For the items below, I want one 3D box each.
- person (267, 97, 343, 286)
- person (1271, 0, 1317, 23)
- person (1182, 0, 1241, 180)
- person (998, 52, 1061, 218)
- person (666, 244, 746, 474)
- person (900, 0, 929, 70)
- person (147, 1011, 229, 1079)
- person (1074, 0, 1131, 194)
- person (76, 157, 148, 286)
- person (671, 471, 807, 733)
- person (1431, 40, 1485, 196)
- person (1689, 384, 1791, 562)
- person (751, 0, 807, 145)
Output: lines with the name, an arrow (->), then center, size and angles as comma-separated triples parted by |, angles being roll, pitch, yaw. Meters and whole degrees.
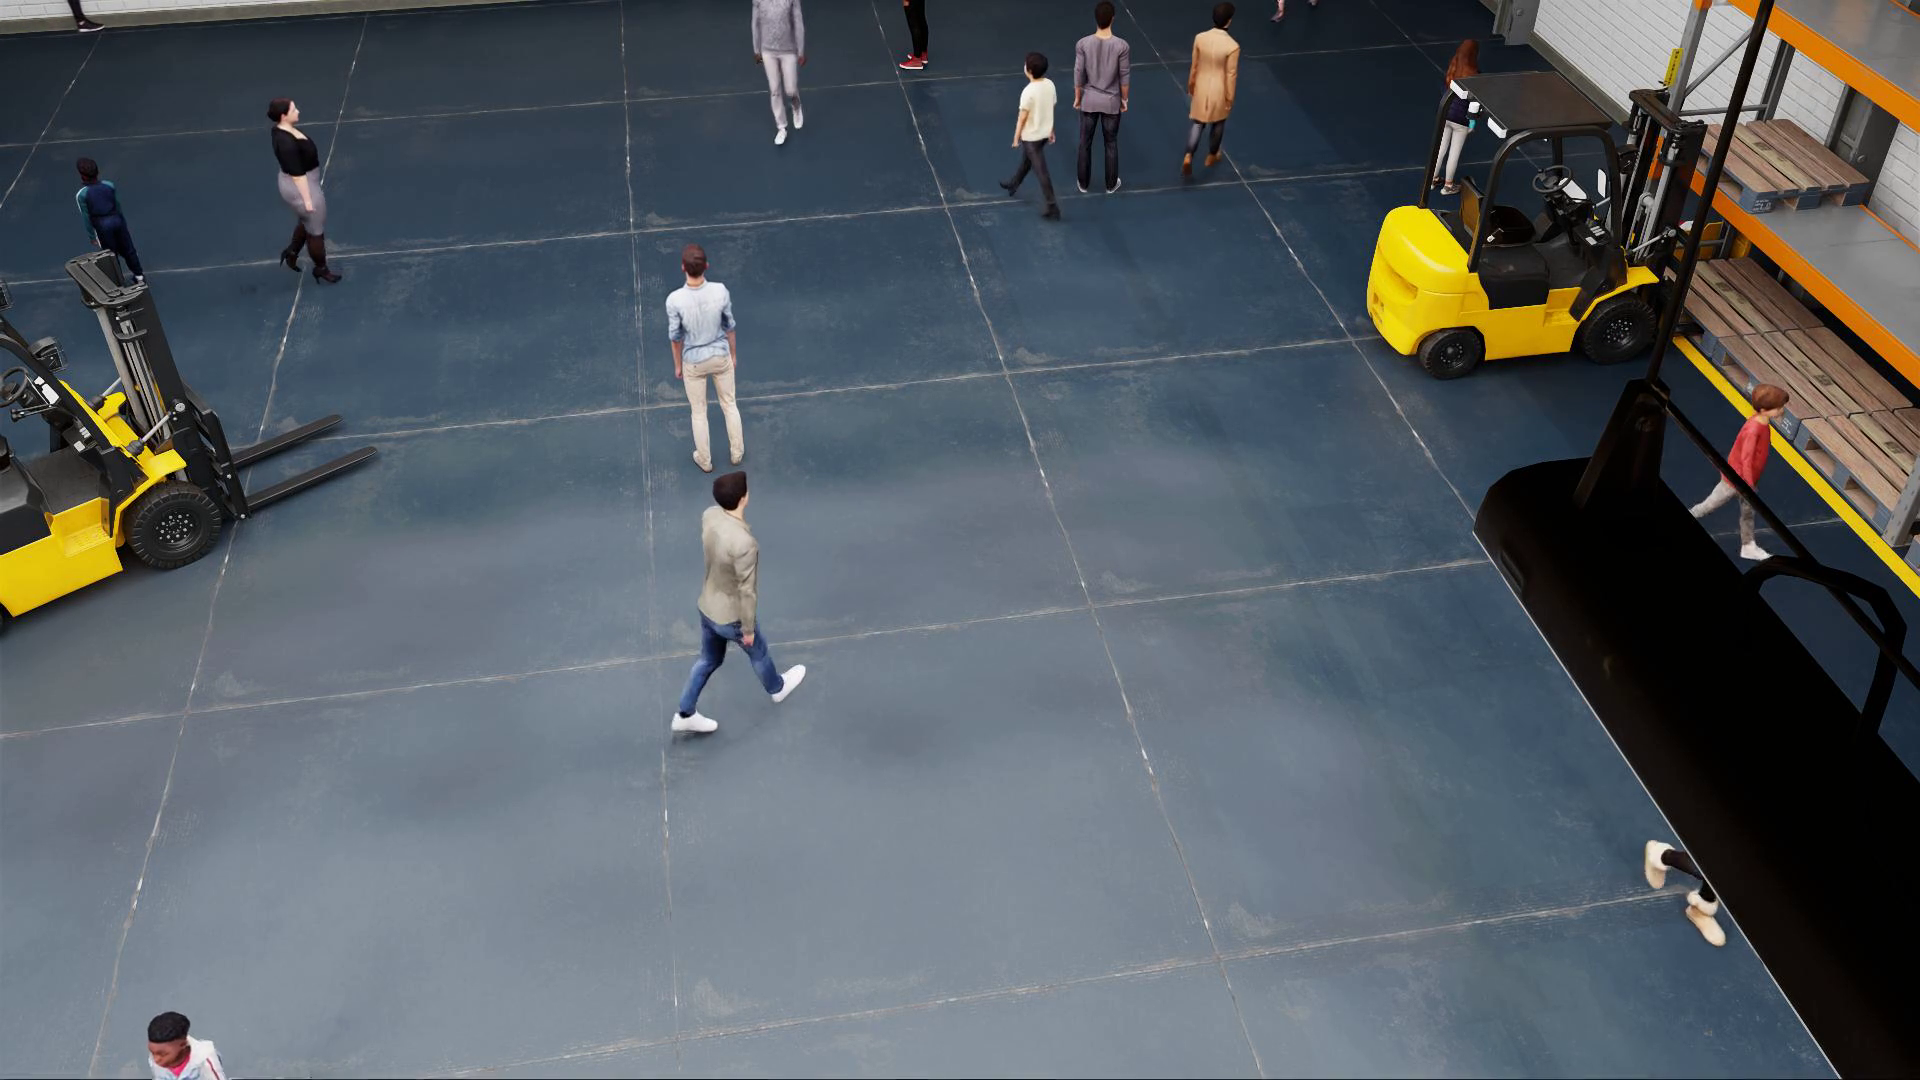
person -> -5.779, -2.982, 14.364 | 0.840, 1.746, 0.797 | -16, 41, -19
person -> 4.003, -6.945, 19.337 | 1.082, 1.732, 1.182 | 21, 43, 24
person -> 2.394, -4.318, 16.075 | 1.025, 1.698, 1.138 | 19, 42, 22
person -> 0.768, -3.713, 15.435 | 1.093, 1.551, 0.991 | 28, 46, 30
person -> -1.863, -1.325, 12.208 | 0.675, 1.847, 0.591 | -11, 40, -13
person -> -0.492, -6.007, 18.209 | 0.737, 1.675, 0.627 | 14, 41, 16
person -> -3.511, 2.585, 7.791 | 0.620, 1.249, 0.693 | 8, 39, 9
person -> 1.338, -4.186, 15.788 | 0.736, 1.850, 0.669 | 6, 39, 8
person -> -7.399, -2.727, 14.438 | 0.622, 1.255, 0.570 | 26, 45, 29
person -> -1.483, 0.449, 9.998 | 1.167, 1.833, 1.253 | -23, 44, -26
person -> 4.743, -4.050, 15.898 | 0.730, 1.500, 0.637 | -24, 44, -27
person -> 5.325, -0.471, 11.509 | 0.997, 1.385, 0.881 | 29, 47, 31
person -> -1.784, -4.952, 16.761 | 0.854, 1.833, 0.913 | 7, 39, 9
